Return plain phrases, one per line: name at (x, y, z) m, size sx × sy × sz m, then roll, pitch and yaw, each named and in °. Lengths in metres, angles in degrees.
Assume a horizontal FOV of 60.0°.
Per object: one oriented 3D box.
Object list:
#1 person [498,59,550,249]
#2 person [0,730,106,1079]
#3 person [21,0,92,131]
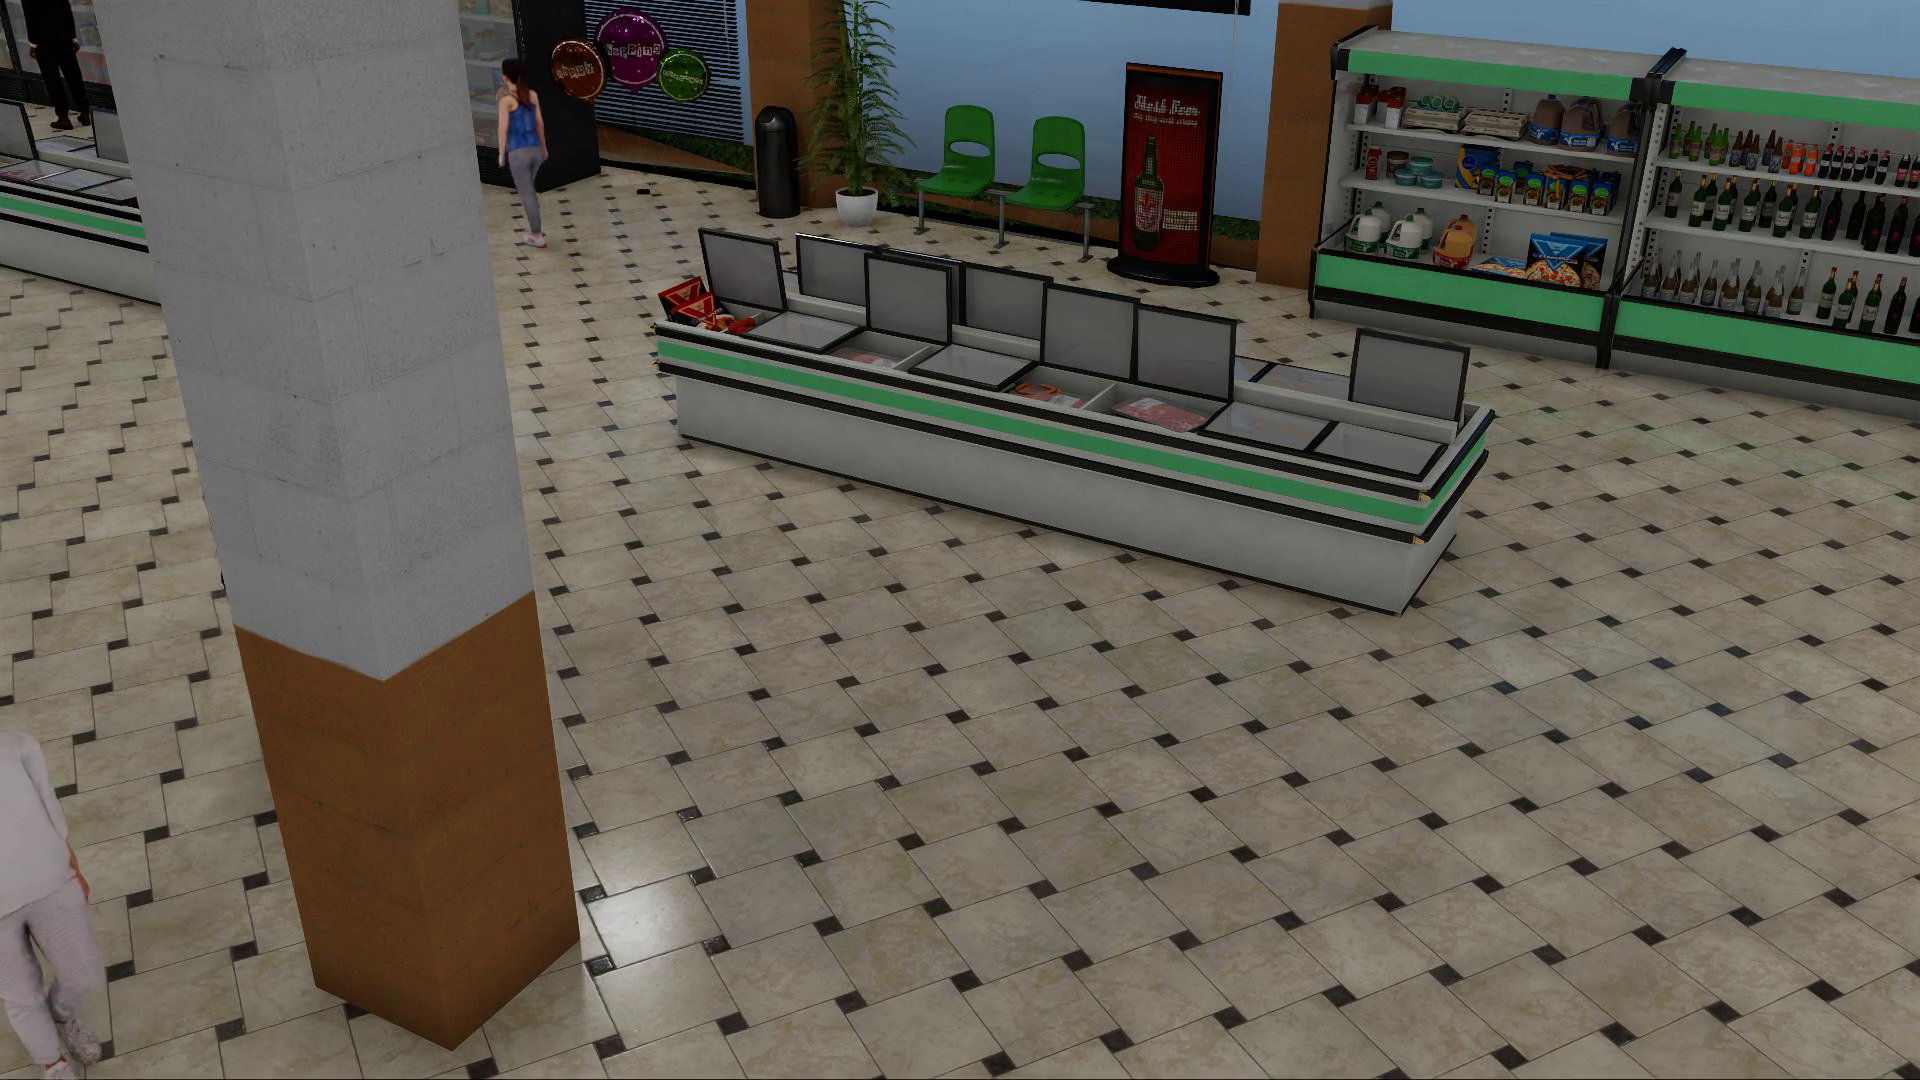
person at (-3.699, -3.303, 14.304) m, size 0.599 × 1.602 × 0.597 m, roll 18°, pitch 32°, yaw 31°
person at (-3.144, 1.134, 5.470) m, size 0.697 × 1.678 × 0.676 m, roll 22°, pitch 34°, yaw 37°
person at (-10.010, -5.521, 18.342) m, size 0.651 × 1.904 × 0.718 m, roll 19°, pitch 33°, yaw 33°
